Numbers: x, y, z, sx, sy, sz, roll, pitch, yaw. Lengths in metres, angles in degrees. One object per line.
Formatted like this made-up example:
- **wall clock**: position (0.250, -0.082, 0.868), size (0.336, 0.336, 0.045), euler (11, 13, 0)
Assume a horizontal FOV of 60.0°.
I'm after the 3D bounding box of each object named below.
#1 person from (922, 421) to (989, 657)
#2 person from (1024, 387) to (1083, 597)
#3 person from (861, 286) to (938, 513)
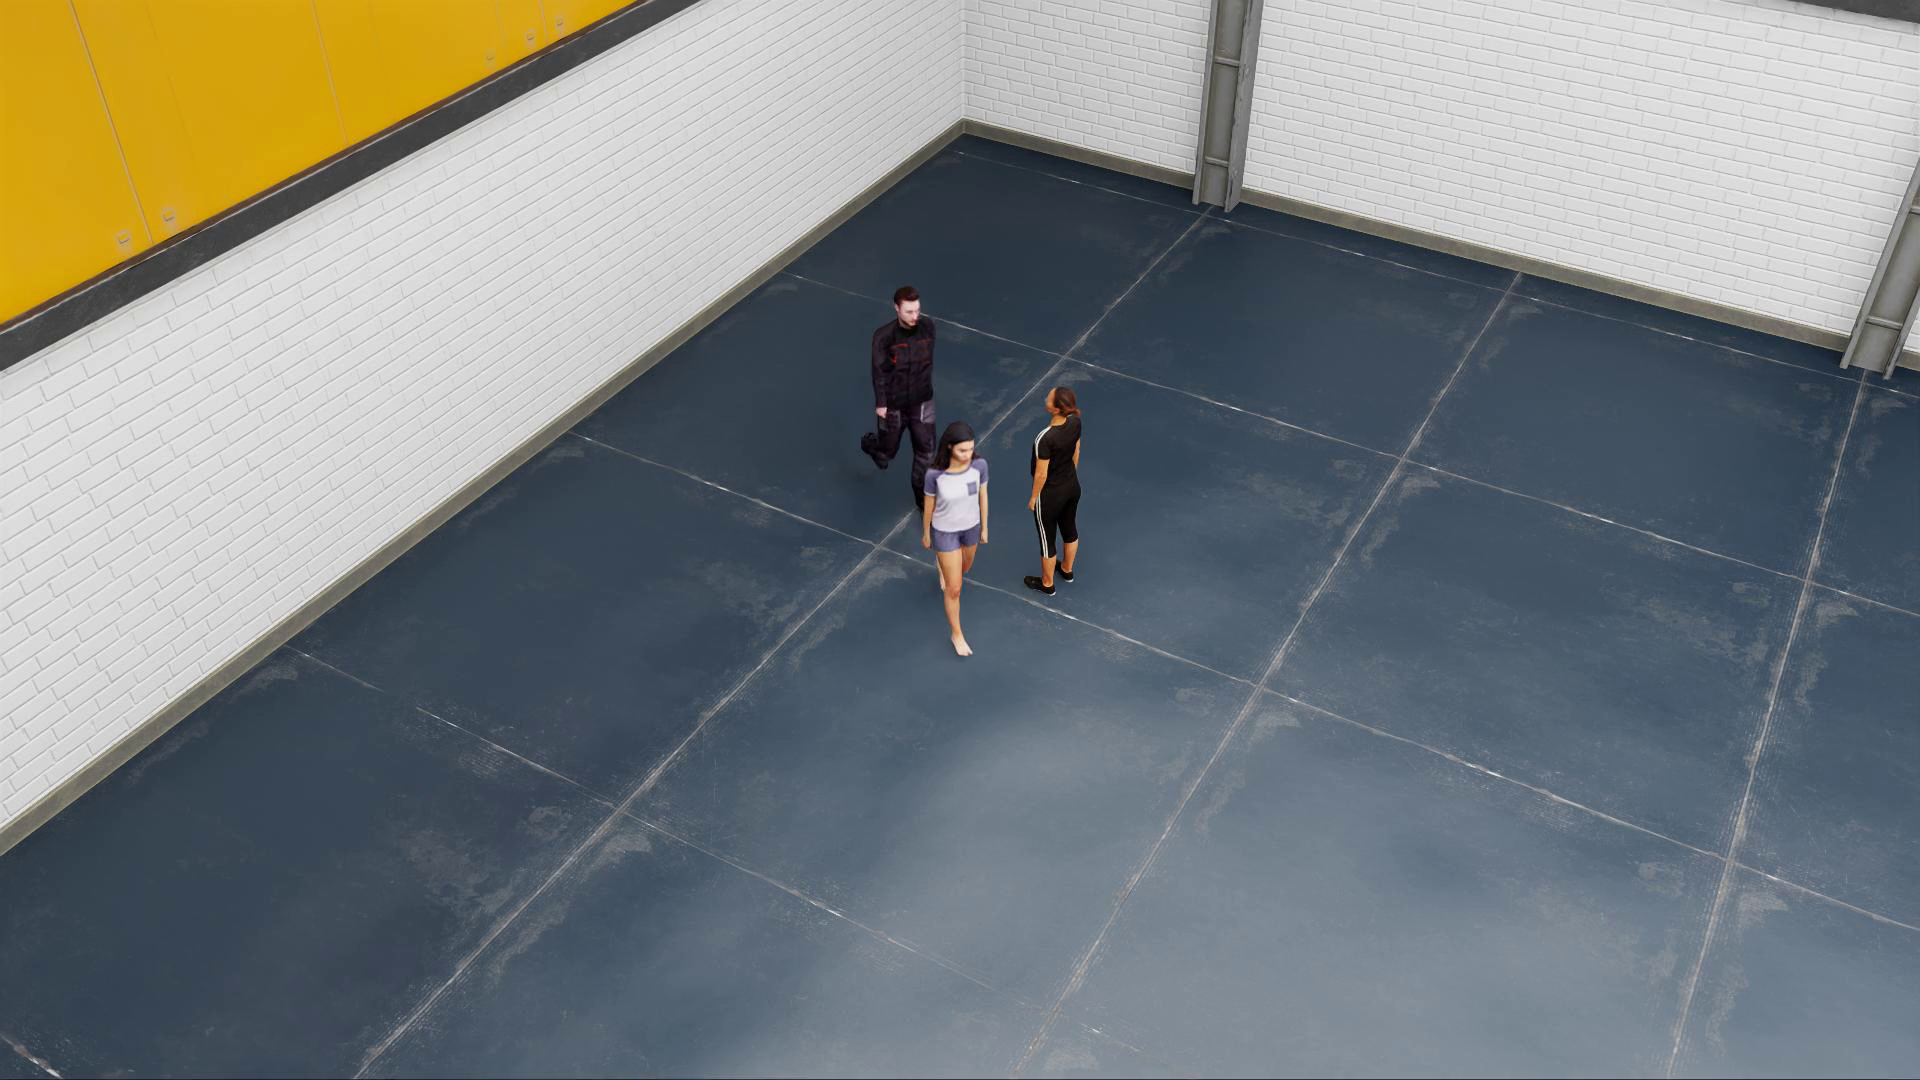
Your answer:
- **person**: position (-0.046, -0.107, 11.103), size (1.008, 1.699, 1.125), euler (-12, 40, -15)
- **person**: position (0.664, -0.350, 11.432), size (0.641, 1.667, 0.619), euler (-31, 48, -33)
- **person**: position (-0.436, -1.053, 12.140), size (1.048, 1.882, 1.211), euler (-20, 43, -24)
